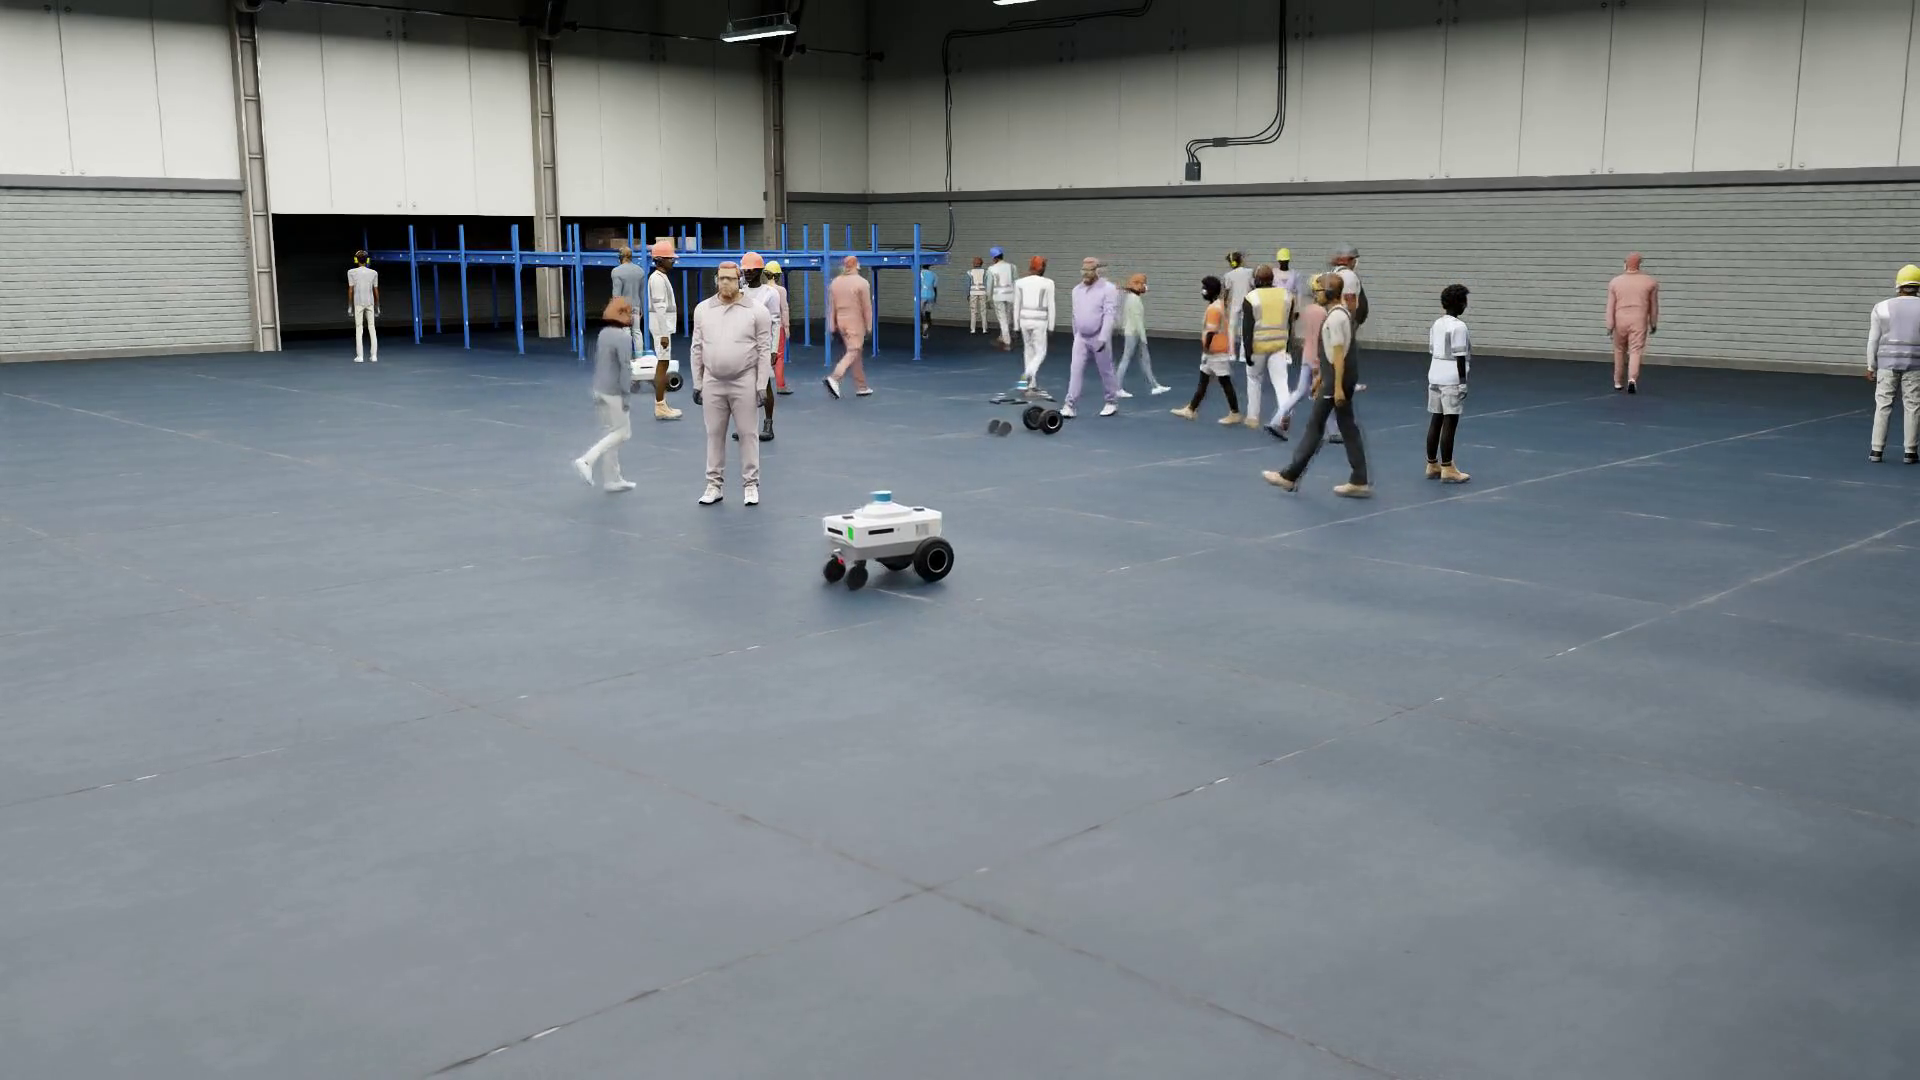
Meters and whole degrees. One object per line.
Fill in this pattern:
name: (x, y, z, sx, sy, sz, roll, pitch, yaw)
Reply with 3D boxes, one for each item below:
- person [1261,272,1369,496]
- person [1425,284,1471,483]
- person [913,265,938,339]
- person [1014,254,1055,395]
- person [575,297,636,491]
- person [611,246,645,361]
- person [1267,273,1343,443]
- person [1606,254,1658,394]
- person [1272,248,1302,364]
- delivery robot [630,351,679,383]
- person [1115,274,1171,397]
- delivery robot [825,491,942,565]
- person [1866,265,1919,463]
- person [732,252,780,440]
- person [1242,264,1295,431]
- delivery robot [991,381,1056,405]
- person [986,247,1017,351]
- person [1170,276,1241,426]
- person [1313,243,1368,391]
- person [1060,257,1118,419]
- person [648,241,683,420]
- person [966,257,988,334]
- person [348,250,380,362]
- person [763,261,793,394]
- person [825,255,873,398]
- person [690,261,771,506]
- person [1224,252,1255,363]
person: (2.941, -1.268, 13.574, 0.927, 1.802, 0.509, 5, 11, 24)
person: (4.236, -1.362, 14.392, 0.318, 1.698, 0.533, -2, 11, -11)
person: (-0.681, -4.935, 33.892, 0.554, 1.682, 0.437, -5, 12, -26)
person: (0.954, -2.832, 21.980, 0.595, 1.869, 0.693, 5, 12, 26)
person: (-2.922, -1.189, 13.681, 0.550, 1.613, 0.515, -8, 13, -38)
person: (-5.201, -3.617, 26.030, 0.362, 1.939, 0.636, 7, 13, 35)
person: (3.595, -1.862, 17.024, 0.861, 1.733, 0.525, -1, 10, -3)
person: (9.109, -2.945, 22.576, 0.642, 1.866, 0.957, 5, 11, 24)
person: (5.207, -3.746, 26.812, 0.585, 1.909, 0.437, 1, 10, 6)
delivery robot: (-4.222, -2.346, 22.734, 0.707, 0.478, 0.477, -6, 12, -30)
person: (2.394, -2.666, 21.777, 0.817, 1.600, 0.512, 2, 11, 9)
delivery robot: (-0.472, -0.060, 10.269, 0.707, 0.478, 0.477, -7, 13, -34)
person: (8.817, -1.647, 15.560, 0.600, 1.836, 0.404, 6, 12, 30)
person: (-2.133, -2.011, 17.274, 0.542, 1.939, 0.359, 3, 11, 18)
person: (3.369, -2.099, 18.133, 0.628, 1.807, 0.906, -2, 11, -11)
delivery robot: (0.686, -1.597, 17.941, 0.698, 0.223, 0.335, -5, 11, -23)
person: (0.762, -4.463, 30.787, 0.661, 1.881, 0.902, -5, 12, -27)
person: (2.752, -2.100, 18.494, 0.862, 1.653, 0.548, 2, 11, 13)
person: (5.135, -3.013, 22.573, 0.839, 2.000, 0.678, -1, 10, -3)
person: (1.528, -2.346, 19.338, 0.640, 1.855, 0.985, 7, 13, 35)
person: (-3.417, -2.432, 19.283, 0.373, 2.042, 0.614, -2, 11, -10)
person: (0.394, -5.266, 35.838, 0.514, 1.639, 0.310, 0, 10, 0)
person: (-10.038, -3.936, 27.993, 0.517, 1.865, 0.324, -6, 12, -31)
person: (-2.490, -2.833, 22.225, 0.522, 1.769, 0.311, 6, 12, 29)
person: (-1.473, -2.808, 21.847, 0.643, 1.865, 0.911, 9, 13, 39)
person: (-1.812, -1.233, 13.107, 0.643, 1.913, 0.410, 1, 10, 6)
person: (4.652, -3.854, 27.663, 0.602, 1.837, 0.365, 0, 10, -2)
